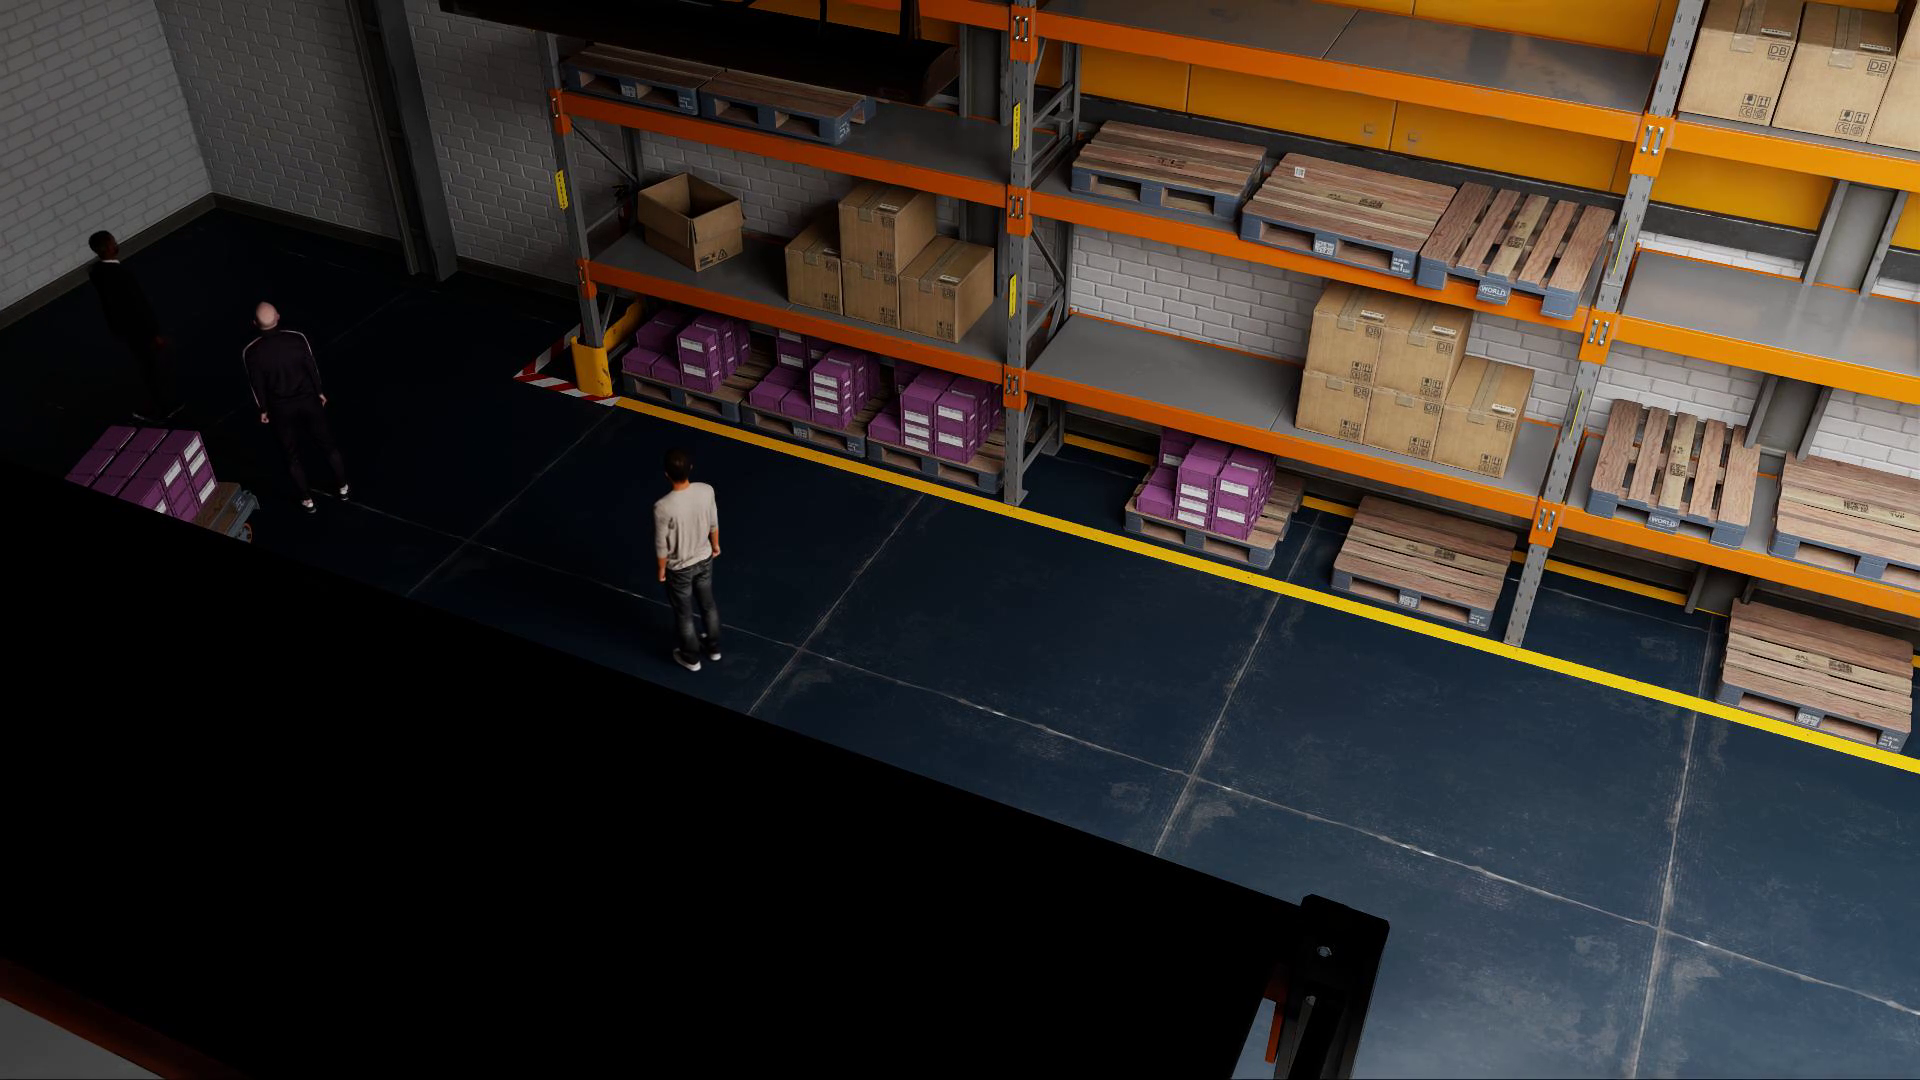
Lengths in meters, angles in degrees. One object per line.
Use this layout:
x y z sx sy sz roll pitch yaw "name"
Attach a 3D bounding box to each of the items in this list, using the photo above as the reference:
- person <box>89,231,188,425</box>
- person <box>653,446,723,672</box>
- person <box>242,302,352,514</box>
-6.902 -1.711 13.830 0.728 1.793 0.745 17 42 20 "person"
-1.864 0.144 11.496 0.726 1.806 0.695 -28 46 -30 "person"
-5.181 -1.030 12.943 0.768 1.836 0.775 -22 44 -25 "person"
